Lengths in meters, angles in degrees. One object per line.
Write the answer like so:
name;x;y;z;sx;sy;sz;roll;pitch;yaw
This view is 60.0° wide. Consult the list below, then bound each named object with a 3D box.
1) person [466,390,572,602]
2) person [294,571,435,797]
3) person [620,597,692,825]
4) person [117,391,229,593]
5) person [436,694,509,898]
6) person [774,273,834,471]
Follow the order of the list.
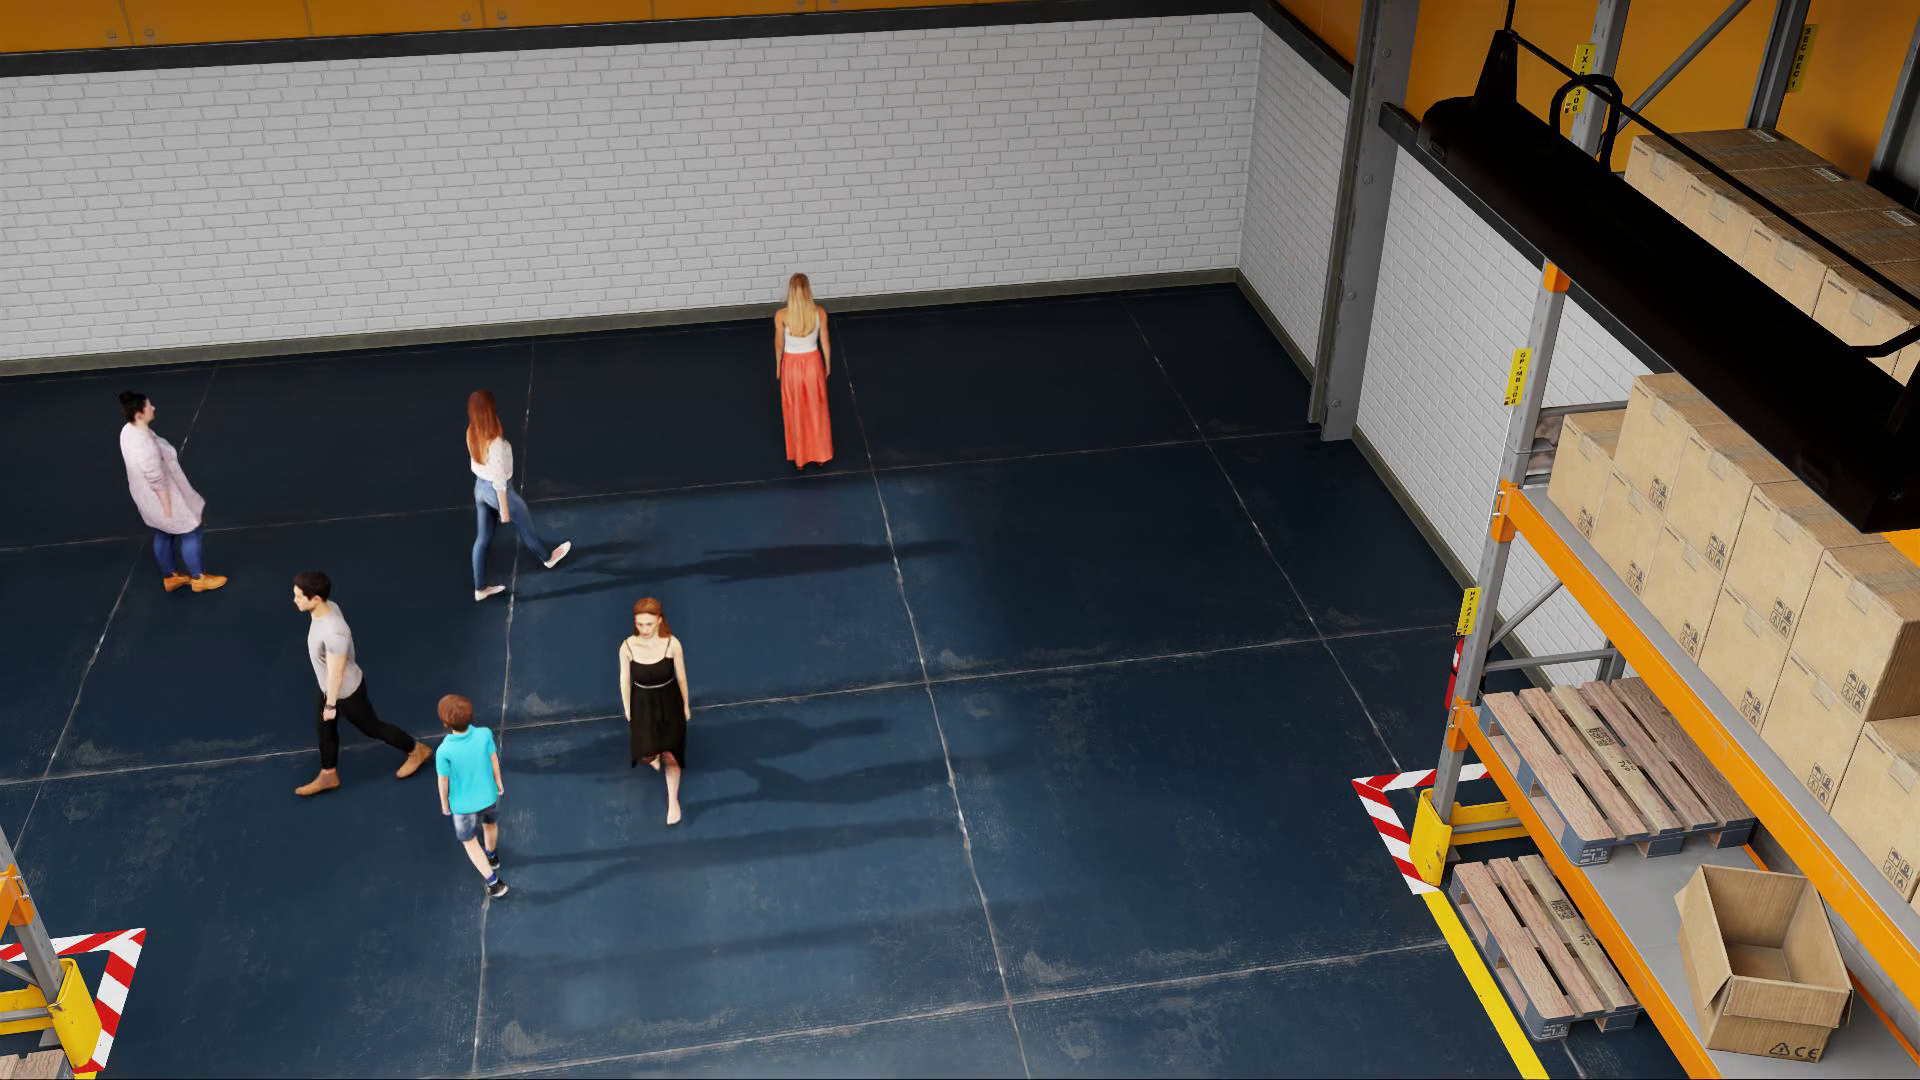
person;-3.552;-0.291;12.463;1.089;1.694;1.097;25;41;33
person;-3.867;0.909;10.662;0.959;1.688;1.135;-20;38;-27
person;-1.916;1.012;10.575;0.579;1.612;0.834;-5;34;-7
person;-6.067;-0.331;12.485;0.879;1.734;0.793;-26;42;-34
person;-2.893;1.539;9.940;0.761;1.438;0.902;-25;41;-32
person;-1.339;-1.407;14.043;0.609;1.802;0.585;-5;34;-7
